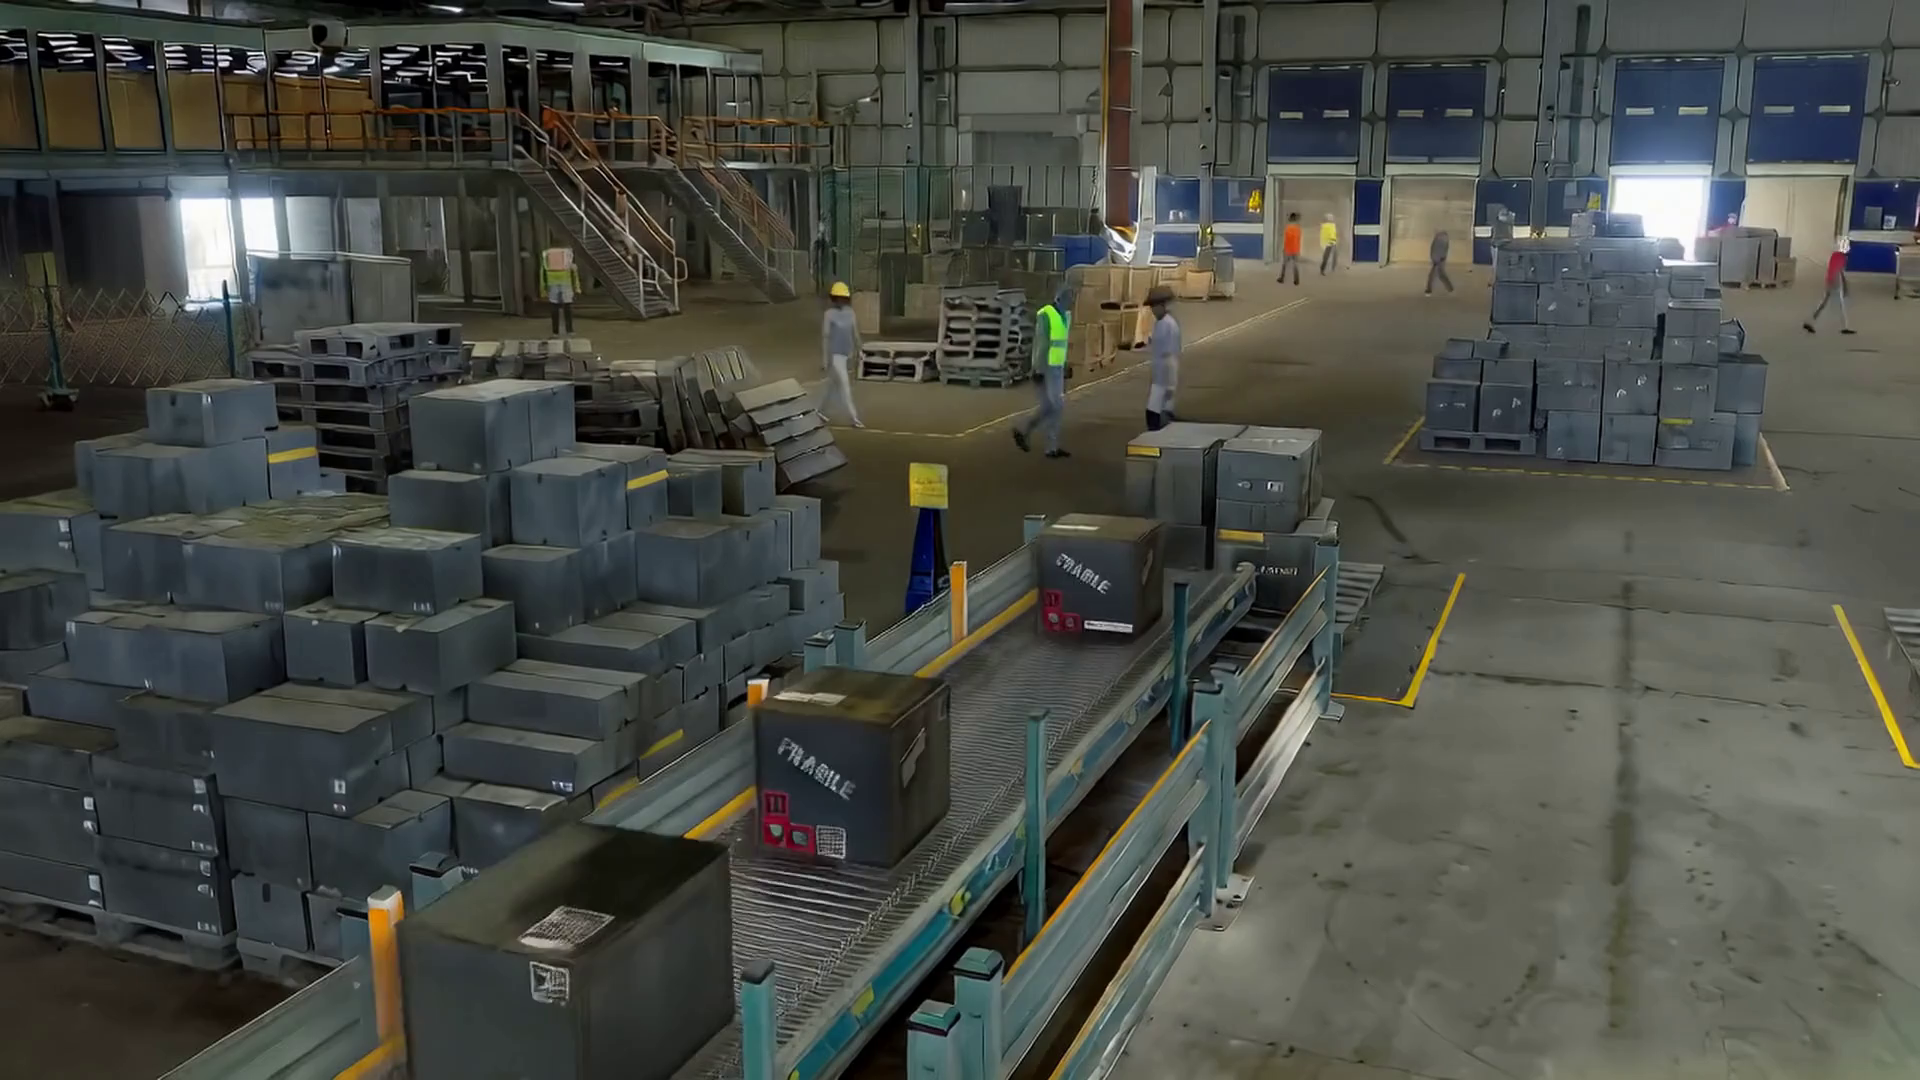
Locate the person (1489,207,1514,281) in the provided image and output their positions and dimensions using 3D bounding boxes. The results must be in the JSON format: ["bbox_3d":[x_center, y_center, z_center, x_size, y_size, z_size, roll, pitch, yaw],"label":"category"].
[{"bbox_3d":[14.695,-8.027,45.190,0.611,1.997,0.375,5,13,19],"label":"person"}]

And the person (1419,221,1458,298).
[{"bbox_3d":[11.392,-6.631,39.354,0.875,1.811,0.630,6,14,26],"label":"person"}]

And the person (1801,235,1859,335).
[{"bbox_3d":[16.075,-4.690,30.608,0.955,1.836,0.513,4,13,19],"label":"person"}]

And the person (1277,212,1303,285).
[{"bbox_3d":[8.748,-7.693,43.940,0.571,1.879,1.014,-3,13,-15],"label":"person"}]

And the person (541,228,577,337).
[{"bbox_3d":[-7.268,-4.673,30.213,0.611,1.965,0.362,0,13,-1],"label":"person"}]

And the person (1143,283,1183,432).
[{"bbox_3d":[2.134,-1.627,16.710,0.748,1.908,0.559,0,13,2],"label":"person"}]

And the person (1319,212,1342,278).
[{"bbox_3d":[10.362,-8.213,46.424,0.660,1.817,0.788,-10,16,-37],"label":"person"}]

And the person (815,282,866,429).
[{"bbox_3d":[-1.452,-2.210,19.737,0.933,1.717,0.521,10,16,37],"label":"person"}]

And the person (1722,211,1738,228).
[{"bbox_3d":[21.119,-8.106,45.821,0.979,1.882,0.603,2,13,8],"label":"person"}]

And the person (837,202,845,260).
[{"bbox_3d":[-4.123,-10.346,55.747,0.462,1.924,0.628,4,13,18],"label":"person"}]

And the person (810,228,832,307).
[{"bbox_3d":[-3.106,-6.096,37.146,0.487,1.718,0.777,-2,13,-7],"label":"person"}]

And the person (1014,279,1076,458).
[{"bbox_3d":[0.924,-1.809,17.544,0.531,1.888,0.641,6,14,24],"label":"person"}]
